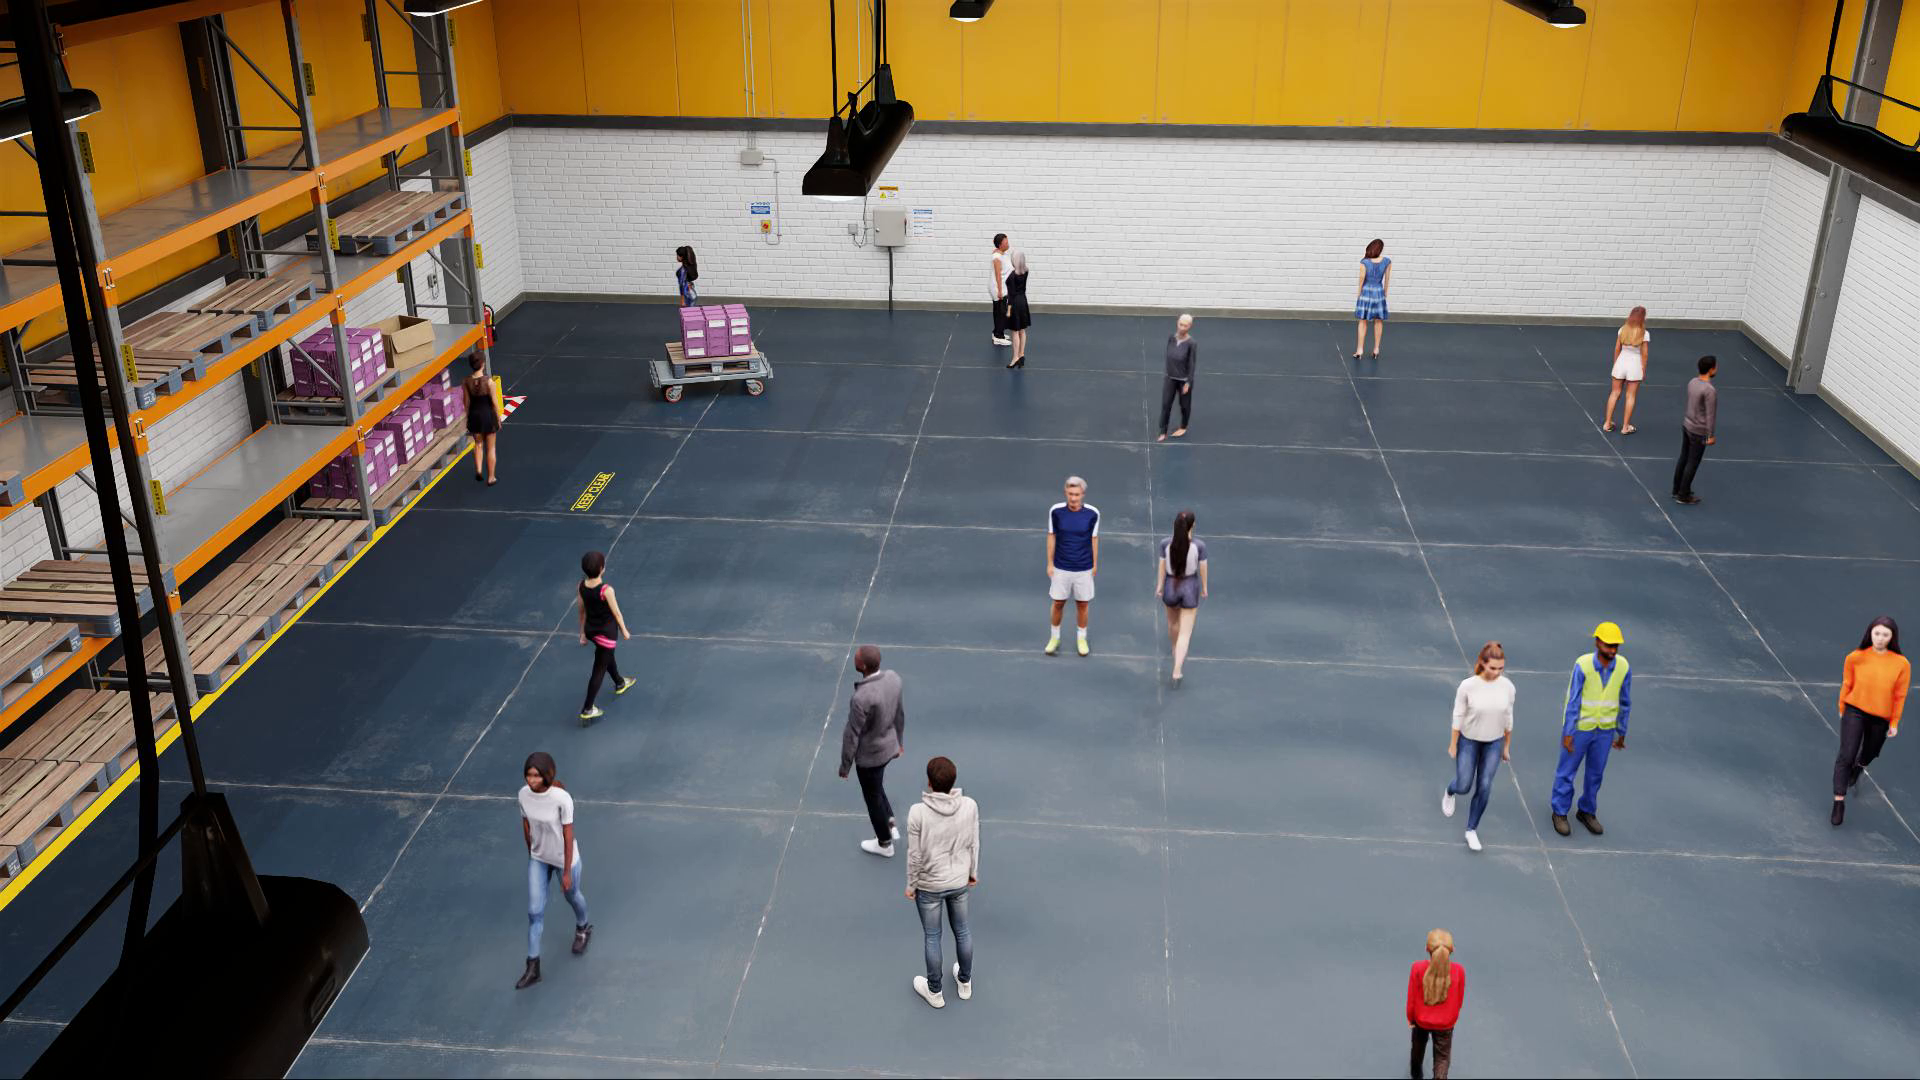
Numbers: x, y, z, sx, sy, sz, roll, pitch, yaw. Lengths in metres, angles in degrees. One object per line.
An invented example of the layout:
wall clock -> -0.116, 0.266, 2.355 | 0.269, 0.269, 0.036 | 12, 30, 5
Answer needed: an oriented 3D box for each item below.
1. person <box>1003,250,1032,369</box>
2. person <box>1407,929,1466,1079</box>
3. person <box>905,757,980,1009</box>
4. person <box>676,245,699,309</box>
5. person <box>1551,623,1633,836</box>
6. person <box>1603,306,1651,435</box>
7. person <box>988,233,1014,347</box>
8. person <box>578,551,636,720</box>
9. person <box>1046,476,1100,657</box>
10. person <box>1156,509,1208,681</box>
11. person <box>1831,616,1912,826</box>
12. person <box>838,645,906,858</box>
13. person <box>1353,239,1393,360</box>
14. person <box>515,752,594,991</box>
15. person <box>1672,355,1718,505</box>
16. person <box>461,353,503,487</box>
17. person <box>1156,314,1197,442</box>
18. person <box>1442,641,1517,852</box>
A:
person -> 0.828, -3.368, 24.198 | 0.749, 1.747, 0.647 | 14, 27, 29
person -> 2.936, 2.984, 10.268 | 0.596, 1.264, 0.912 | 6, 24, 14
person -> -0.117, 2.282, 11.142 | 0.759, 1.852, 0.748 | -10, 26, -23
person -> -4.070, -3.624, 24.940 | 0.660, 1.622, 0.475 | 2, 24, 3
person -> 4.946, 1.458, 13.076 | 0.693, 1.813, 0.613 | -1, 24, -3
person -> 8.695, -2.221, 21.640 | 0.683, 1.693, 0.727 | 18, 30, 36
person -> 0.627, -3.846, 25.365 | 0.723, 1.687, 0.557 | 0, 24, 0
person -> -3.239, 0.865, 14.804 | 0.877, 1.515, 1.099 | 15, 28, 31
person -> 1.073, 0.228, 15.862 | 0.624, 1.835, 0.519 | 2, 24, 4
person -> 2.048, 0.539, 15.432 | 0.763, 1.609, 1.096 | 7, 25, 16
person -> 7.293, 1.391, 13.344 | 0.901, 1.720, 1.173 | 12, 26, 25
person -> -0.574, 1.648, 12.651 | 0.882, 1.804, 0.755 | 14, 27, 29
person -> 6.085, -3.559, 24.561 | 0.704, 1.806, 0.622 | -2, 24, -5
person -> -2.769, 2.195, 11.545 | 0.705, 1.688, 1.088 | 5, 24, 12
person -> 8.585, -1.298, 19.438 | 0.749, 1.767, 0.516 | -13, 27, -26
person -> -5.721, -1.406, 19.809 | 0.582, 1.667, 0.635 | 1, 24, 3
person -> 2.830, -2.114, 21.400 | 0.871, 1.690, 1.023 | 19, 30, 37
person -> 4.032, 1.558, 12.975 | 0.631, 1.711, 0.826 | 1, 24, 2
